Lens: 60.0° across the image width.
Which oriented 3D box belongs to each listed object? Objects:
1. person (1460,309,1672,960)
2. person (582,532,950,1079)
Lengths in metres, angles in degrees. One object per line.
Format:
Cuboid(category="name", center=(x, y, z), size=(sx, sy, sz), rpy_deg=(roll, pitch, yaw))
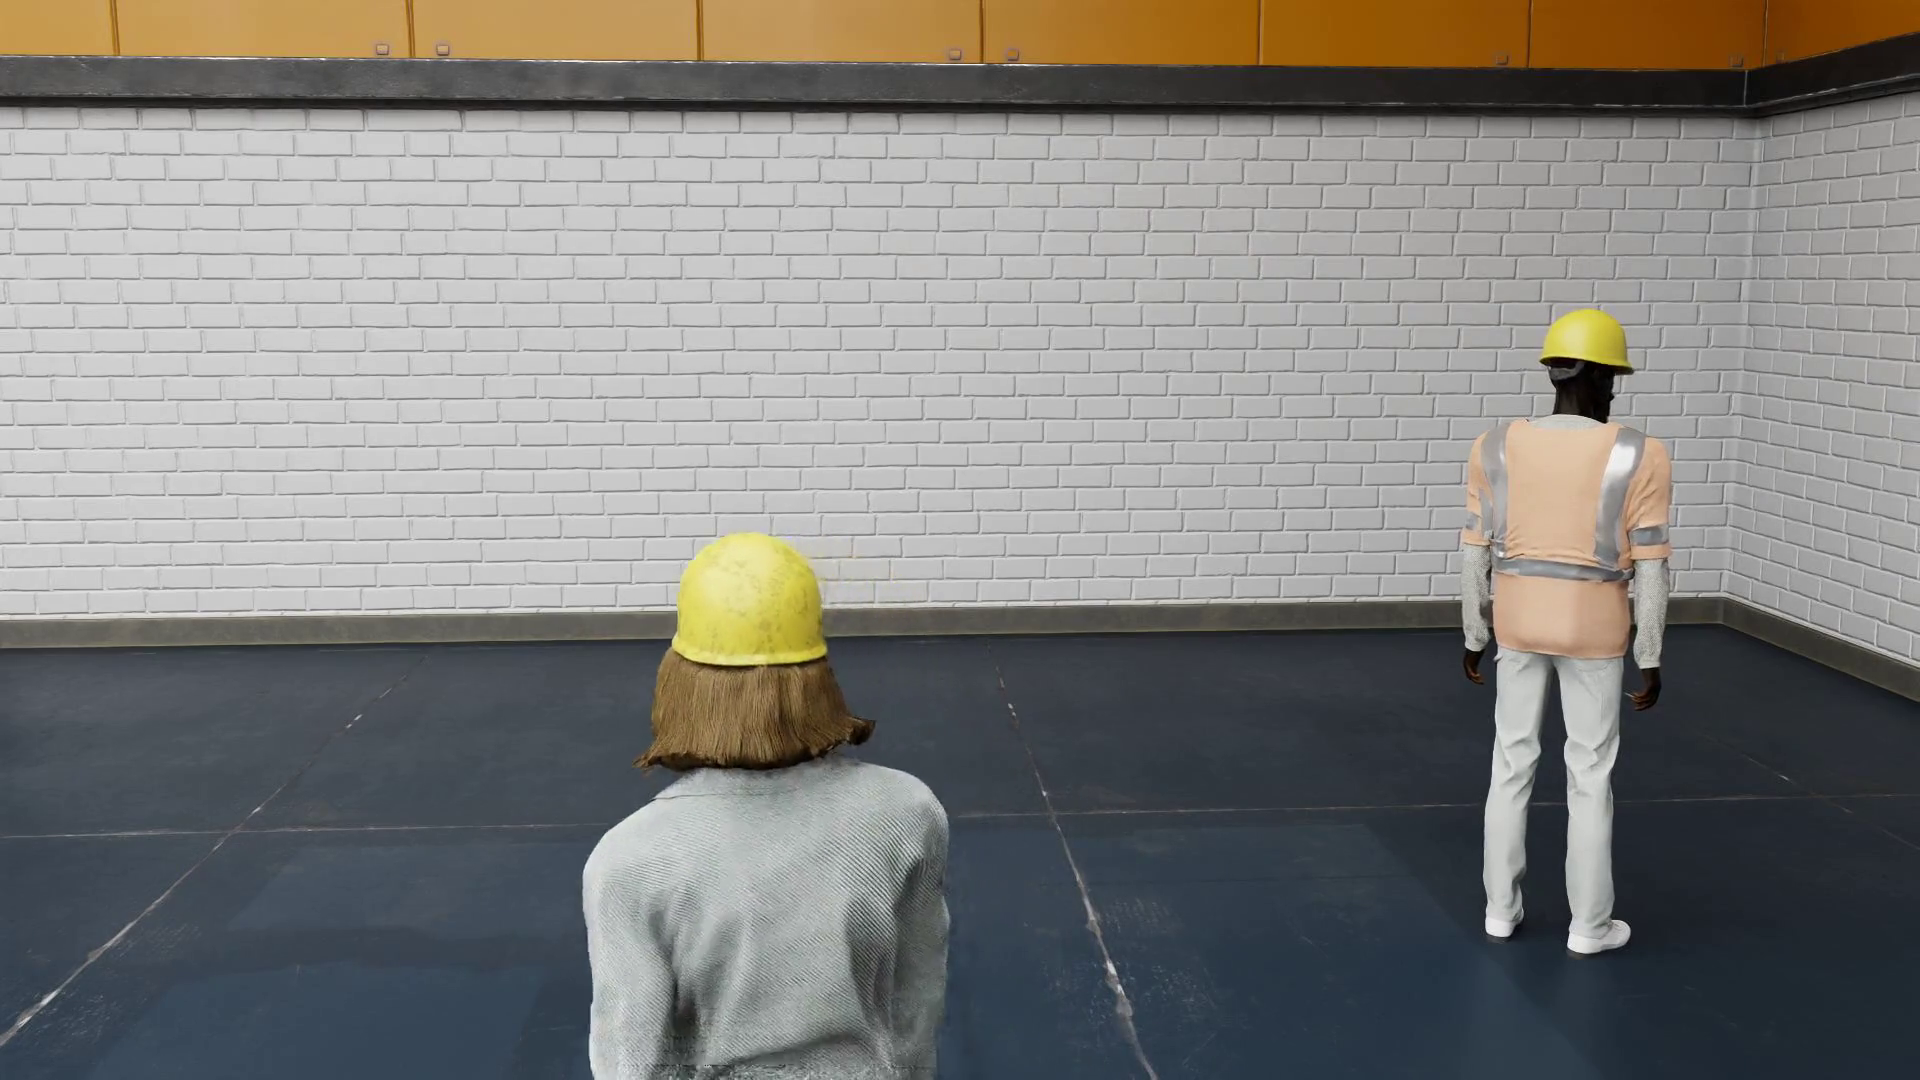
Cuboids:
Cuboid(category="person", center=(1.802, 0.279, 4.979), size=(0.594, 1.919, 0.380), rpy_deg=(6, 11, 34))
Cuboid(category="person", center=(-0.241, 0.835, 2.207), size=(0.501, 1.696, 0.921), rpy_deg=(-3, 10, -19))
